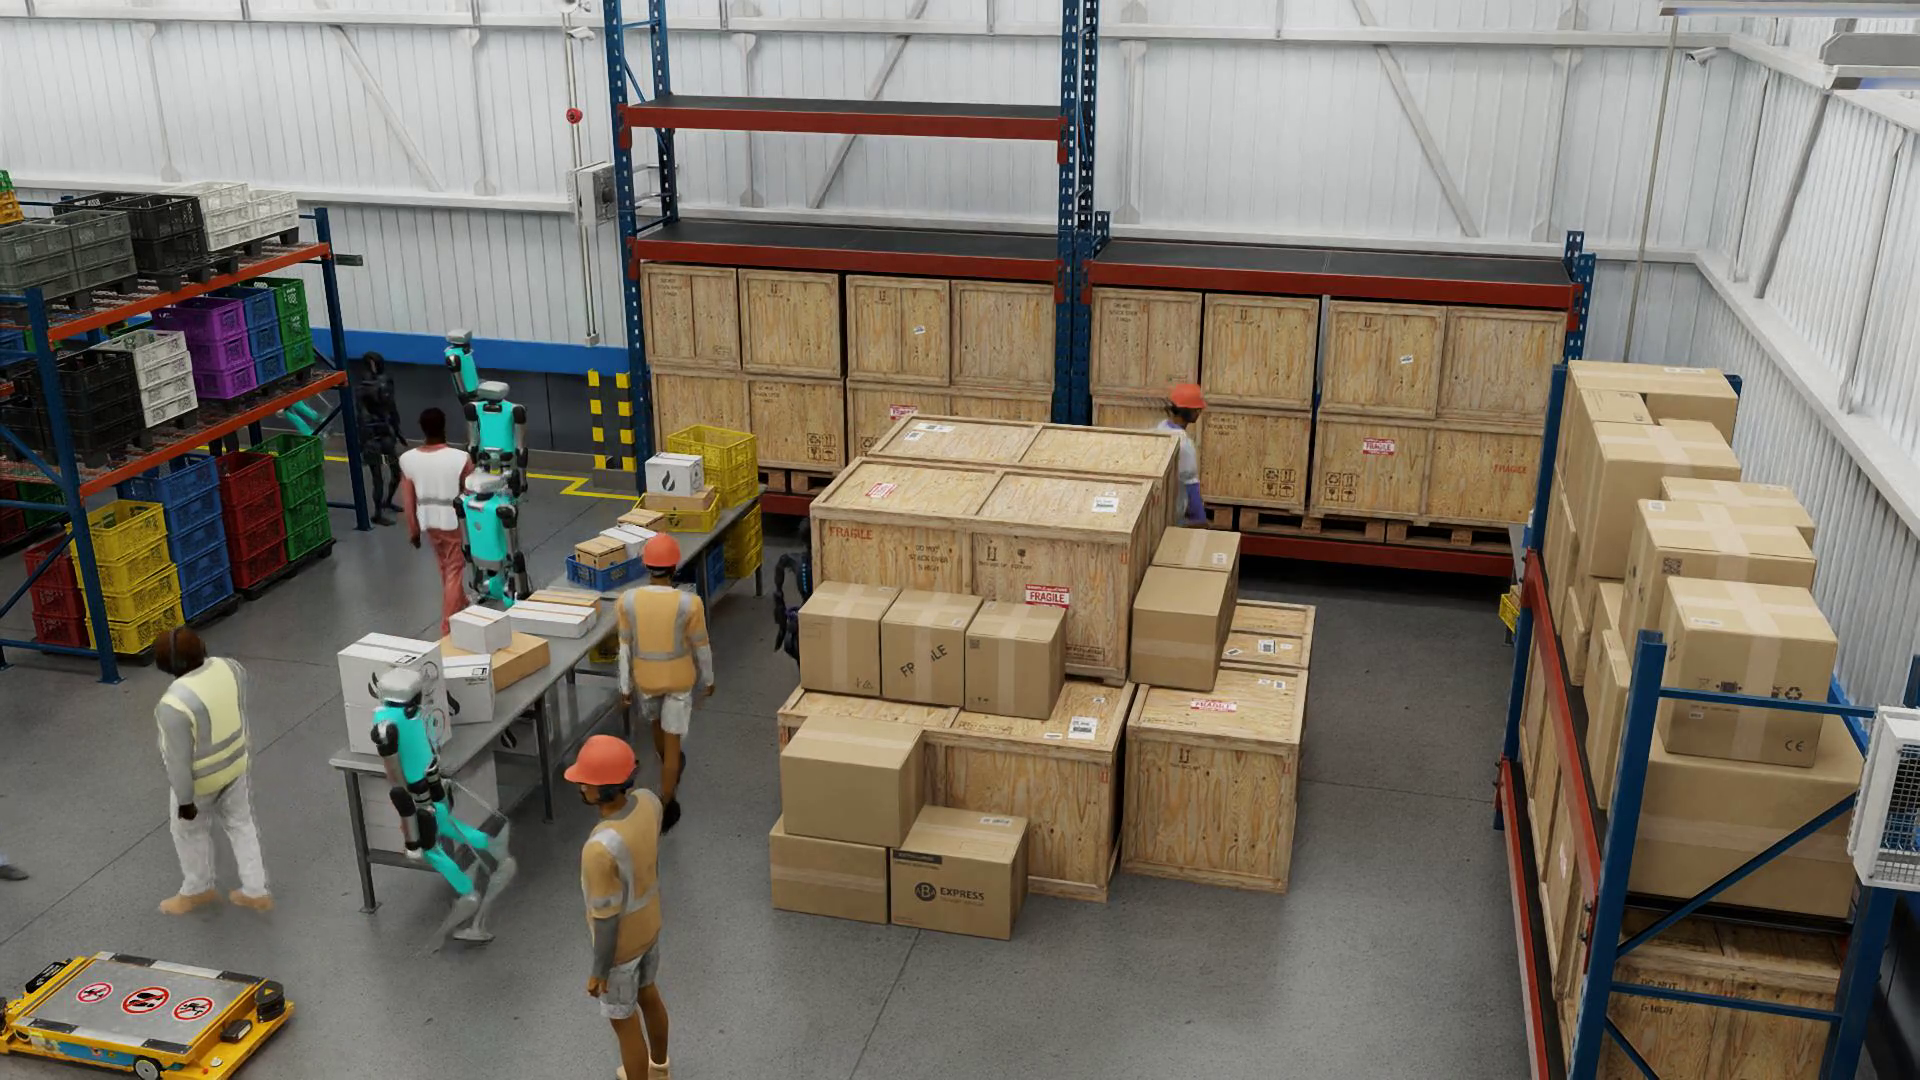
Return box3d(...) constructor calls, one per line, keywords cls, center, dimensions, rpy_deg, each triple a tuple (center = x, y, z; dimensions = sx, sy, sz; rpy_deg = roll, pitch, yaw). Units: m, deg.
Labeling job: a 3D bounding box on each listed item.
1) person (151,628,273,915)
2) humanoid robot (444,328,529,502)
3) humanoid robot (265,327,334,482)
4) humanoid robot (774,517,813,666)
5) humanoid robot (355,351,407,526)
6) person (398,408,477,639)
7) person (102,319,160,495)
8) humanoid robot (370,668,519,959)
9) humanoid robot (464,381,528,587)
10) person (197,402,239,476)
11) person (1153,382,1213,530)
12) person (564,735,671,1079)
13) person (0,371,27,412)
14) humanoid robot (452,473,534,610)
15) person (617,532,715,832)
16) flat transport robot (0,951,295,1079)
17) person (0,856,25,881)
box3d(cls="person", center=(-4.306, 1.312, 9.447), dimensions=(0.621, 1.813, 0.668), rpy_deg=(6, 22, 15))
box3d(cls="humanoid robot", center=(-4.473, -1.192, 16.097), dimensions=(0.854, 1.754, 0.569), rpy_deg=(-1, 21, -2))
box3d(cls="humanoid robot", center=(-6.614, -1.441, 16.742), dimensions=(0.668, 1.782, 0.542), rpy_deg=(-1, 21, -1))
box3d(cls="humanoid robot", center=(-1.014, 0.637, 11.465), dimensions=(0.605, 1.632, 0.760), rpy_deg=(4, 21, 11))
box3d(cls="humanoid robot", center=(-5.478, -0.983, 15.634), dimensions=(0.396, 1.637, 0.611), rpy_deg=(7, 22, 17))
box3d(cls="person", center=(-4.050, -0.153, 13.199), dimensions=(0.594, 1.873, 0.869), rpy_deg=(4, 21, 11))
box3d(cls="person", center=(-8.180, -1.348, 16.352), dimensions=(0.504, 1.861, 0.332), rpy_deg=(-17, 27, -38))
box3d(cls="humanoid robot", center=(-2.714, 1.523, 9.018), dimensions=(0.773, 1.794, 0.555), rpy_deg=(-1, 21, -2))
box3d(cls="humanoid robot", center=(-3.960, -0.352, 14.075), dimensions=(0.541, 1.898, 0.756), rpy_deg=(2, 21, 5))
box3d(cls="person", center=(-7.538, -1.479, 16.716), dimensions=(0.506, 1.839, 0.344), rpy_deg=(10, 23, 25))
box3d(cls="person", center=(1.824, -0.296, 13.392), dimensions=(0.994, 1.997, 0.631), rpy_deg=(-4, 21, -10))
box3d(cls="person", center=(-1.590, 1.831, 7.774), dimensions=(0.370, 2.043, 0.613), rpy_deg=(5, 21, 12))
box3d(cls="person", center=(-9.426, -1.377, 16.402), dimensions=(0.328, 1.875, 0.508), rpy_deg=(9, 23, 21))
box3d(cls="humanoid robot", center=(-3.299, 0.291, 12.213), dimensions=(0.540, 1.732, 0.982), rpy_deg=(10, 23, 24))
box3d(cls="person", center=(-1.834, 0.832, 10.590), dimensions=(0.564, 1.892, 0.940), rpy_deg=(2, 21, 5))
box3d(cls="flat transport robot", center=(-4.270, 2.464, 8.601), dimensions=(1.431, 0.231, 0.659), rpy_deg=(5, 22, 13))
box3d(cls="person", center=(-5.801, 1.274, 9.616), dimensions=(0.325, 1.765, 0.530), rpy_deg=(6, 22, 15))
